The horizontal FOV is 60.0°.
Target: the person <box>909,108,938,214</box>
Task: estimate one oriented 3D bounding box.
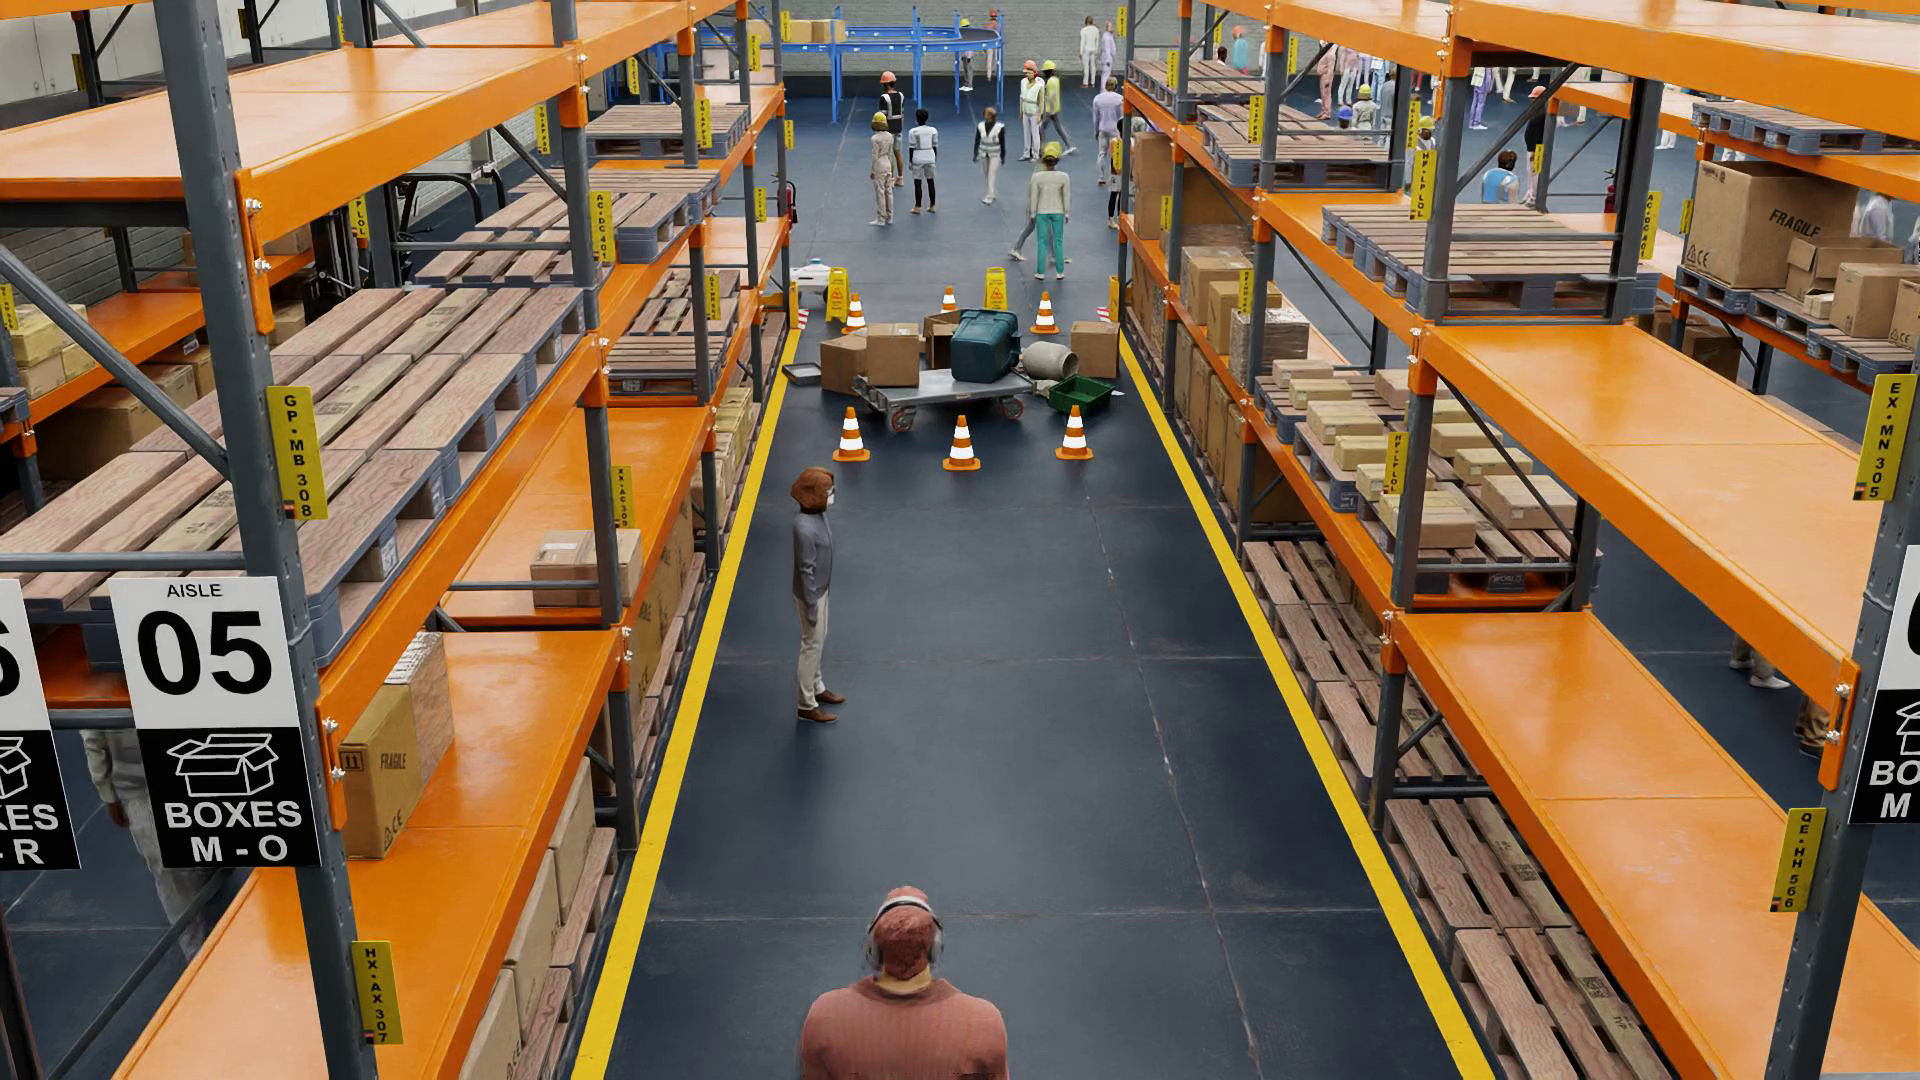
[{"bbox_3d":[-0.603,-6.189,27.202,0.537,1.693,0.319,-11,23,-27],"label":"person"}]

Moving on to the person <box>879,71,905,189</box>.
[{"bbox_3d":[-1.249,-7.321,29.725,0.406,2.036,0.603,17,27,38],"label":"person"}]

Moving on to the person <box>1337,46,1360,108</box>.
[{"bbox_3d":[9.793,-11.864,41.878,0.623,1.932,0.378,-13,24,-31],"label":"person"}]

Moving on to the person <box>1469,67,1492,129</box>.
[{"bbox_3d":[11.845,-10.295,37.759,0.414,1.907,0.593,-6,22,-16],"label":"person"}]

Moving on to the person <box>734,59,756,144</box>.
[{"bbox_3d":[-4.565,-9.314,35.221,0.521,1.865,0.335,-15,26,-35],"label":"person"}]

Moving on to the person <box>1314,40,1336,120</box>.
[{"bbox_3d":[8.668,-10.958,39.509,0.400,1.905,0.644,0,21,1],"label":"person"}]

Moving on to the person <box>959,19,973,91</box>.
[{"bbox_3d":[0.168,-13.394,45.930,0.382,1.917,0.585,-7,22,-18],"label":"person"}]

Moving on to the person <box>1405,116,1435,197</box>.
[{"bbox_3d":[6.939,-5.451,25.052,0.603,1.830,0.404,-14,25,-32],"label":"person"}]

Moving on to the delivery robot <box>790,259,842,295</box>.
[{"bbox_3d":[-1.815,-3.315,21.045,0.707,0.478,0.477,0,20,1],"label":"delivery robot"}]

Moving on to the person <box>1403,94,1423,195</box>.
[{"bbox_3d":[7.702,-6.630,28.211,0.450,1.809,0.668,5,21,13],"label":"person"}]

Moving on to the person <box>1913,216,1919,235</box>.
[{"bbox_3d":[13.982,-4.981,23.790,0.565,1.845,0.387,-7,22,-17],"label":"person"}]

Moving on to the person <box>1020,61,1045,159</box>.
[{"bbox_3d":[1.422,-8.582,33.211,0.548,1.923,0.389,12,24,30],"label":"person"}]

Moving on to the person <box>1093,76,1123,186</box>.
[{"bbox_3d":[2.686,-7.318,29.847,0.627,1.934,0.370,11,23,27],"label":"person"}]

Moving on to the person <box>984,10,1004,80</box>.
[{"bbox_3d":[0.983,-14.491,48.738,0.620,1.985,0.409,-4,21,-10],"label":"person"}]

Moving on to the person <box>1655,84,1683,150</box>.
[{"bbox_3d":[14.771,-8.953,34.573,0.515,1.641,0.315,-11,23,-27],"label":"person"}]

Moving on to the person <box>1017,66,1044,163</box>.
[{"bbox_3d":[1.415,-8.391,32.797,0.389,1.850,0.566,-19,28,-41],"label":"person"}]

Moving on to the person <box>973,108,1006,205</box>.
[{"bbox_3d":[0.478,-6.488,28.134,0.533,1.587,0.851,11,23,26],"label":"person"}]

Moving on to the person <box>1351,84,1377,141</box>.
[{"bbox_3d":[7.352,-7.441,30.435,0.485,1.744,0.309,-6,21,-15],"label":"person"}]

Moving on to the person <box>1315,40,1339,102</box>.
[{"bbox_3d":[9.514,-12.319,43.084,0.593,1.920,0.392,-10,23,-24],"label":"person"}]

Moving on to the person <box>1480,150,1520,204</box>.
[{"bbox_3d":[6.967,-4.120,21.541,0.431,1.836,0.626,-8,22,-21],"label":"person"}]

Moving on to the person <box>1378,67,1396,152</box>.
[{"bbox_3d":[8.225,-8.050,31.793,0.369,1.934,0.632,-7,22,-18],"label":"person"}]

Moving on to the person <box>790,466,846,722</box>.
[{"bbox_3d":[-0.870,0.325,10.077,0.293,1.623,0.507,1,21,3],"label":"person"}]

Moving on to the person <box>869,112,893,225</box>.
[{"bbox_3d":[-1.256,-5.850,26.231,0.297,1.744,0.487,13,24,30],"label":"person"}]

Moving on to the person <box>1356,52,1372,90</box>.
[{"bbox_3d":[11.232,-13.384,46.111,0.533,1.769,0.312,15,25,34],"label":"person"}]

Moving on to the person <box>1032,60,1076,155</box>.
[{"bbox_3d":[1.897,-8.754,33.721,0.989,1.883,0.602,6,22,16],"label":"person"}]

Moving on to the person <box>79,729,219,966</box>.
[{"bbox_3d":[-3.675,1.069,7.703,0.615,1.920,0.758,-9,22,-22],"label":"person"}]

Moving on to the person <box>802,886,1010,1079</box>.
[{"bbox_3d":[-0.158,1.969,5.356,0.669,1.889,0.427,2,21,5],"label":"person"}]

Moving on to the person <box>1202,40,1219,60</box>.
[{"bbox_3d":[6.525,-12.556,43.683,0.544,1.939,0.353,-3,21,-9],"label":"person"}]

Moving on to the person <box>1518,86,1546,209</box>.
[{"bbox_3d":[9.539,-6.513,27.634,0.376,1.995,0.612,4,21,11],"label":"person"}]

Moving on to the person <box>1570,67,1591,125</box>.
[{"bbox_3d":[14.464,-10.478,38.630,0.288,1.623,0.507,13,24,30],"label":"person"}]

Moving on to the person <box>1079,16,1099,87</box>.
[{"bbox_3d":[3.614,-13.736,46.803,0.636,1.939,0.363,-15,25,-34],"label":"person"}]

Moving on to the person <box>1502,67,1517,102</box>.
[{"bbox_3d":[14.344,-12.303,43.133,0.328,1.861,0.500,1,21,2],"label":"person"}]

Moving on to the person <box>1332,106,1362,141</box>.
[{"bbox_3d":[5.858,-5.732,25.665,0.615,1.926,0.687,-1,21,-2],"label":"person"}]

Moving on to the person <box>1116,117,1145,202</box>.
[{"bbox_3d":[2.922,-6.659,28.388,0.493,1.734,0.325,8,22,21],"label":"person"}]

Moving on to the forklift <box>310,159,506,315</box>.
[{"bbox_3d":[-5.622,-2.910,17.832,2.313,2.155,1.214,-1,21,-1],"label":"forklift"}]

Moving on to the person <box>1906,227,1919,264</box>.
[{"bbox_3d":[10.717,-2.861,18.400,0.545,1.694,0.794,13,25,32],"label":"person"}]

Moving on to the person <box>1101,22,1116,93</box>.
[{"bbox_3d":[4.007,-12.983,44.876,0.399,1.899,0.638,1,21,2],"label":"person"}]

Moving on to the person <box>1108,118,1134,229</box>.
[{"bbox_3d":[2.519,-5.719,25.946,0.321,1.697,0.530,19,28,41],"label":"person"}]

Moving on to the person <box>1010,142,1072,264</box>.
[{"bbox_3d":[1.114,-4.744,23.375,0.928,1.697,0.518,7,22,18],"label":"person"}]

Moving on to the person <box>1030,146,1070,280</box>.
[{"bbox_3d":[1.201,-4.377,22.308,0.533,1.765,0.325,-1,21,-4],"label":"person"}]

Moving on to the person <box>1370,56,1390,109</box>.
[{"bbox_3d":[10.529,-11.813,41.764,0.384,1.910,0.590,-11,23,-27],"label":"person"}]
